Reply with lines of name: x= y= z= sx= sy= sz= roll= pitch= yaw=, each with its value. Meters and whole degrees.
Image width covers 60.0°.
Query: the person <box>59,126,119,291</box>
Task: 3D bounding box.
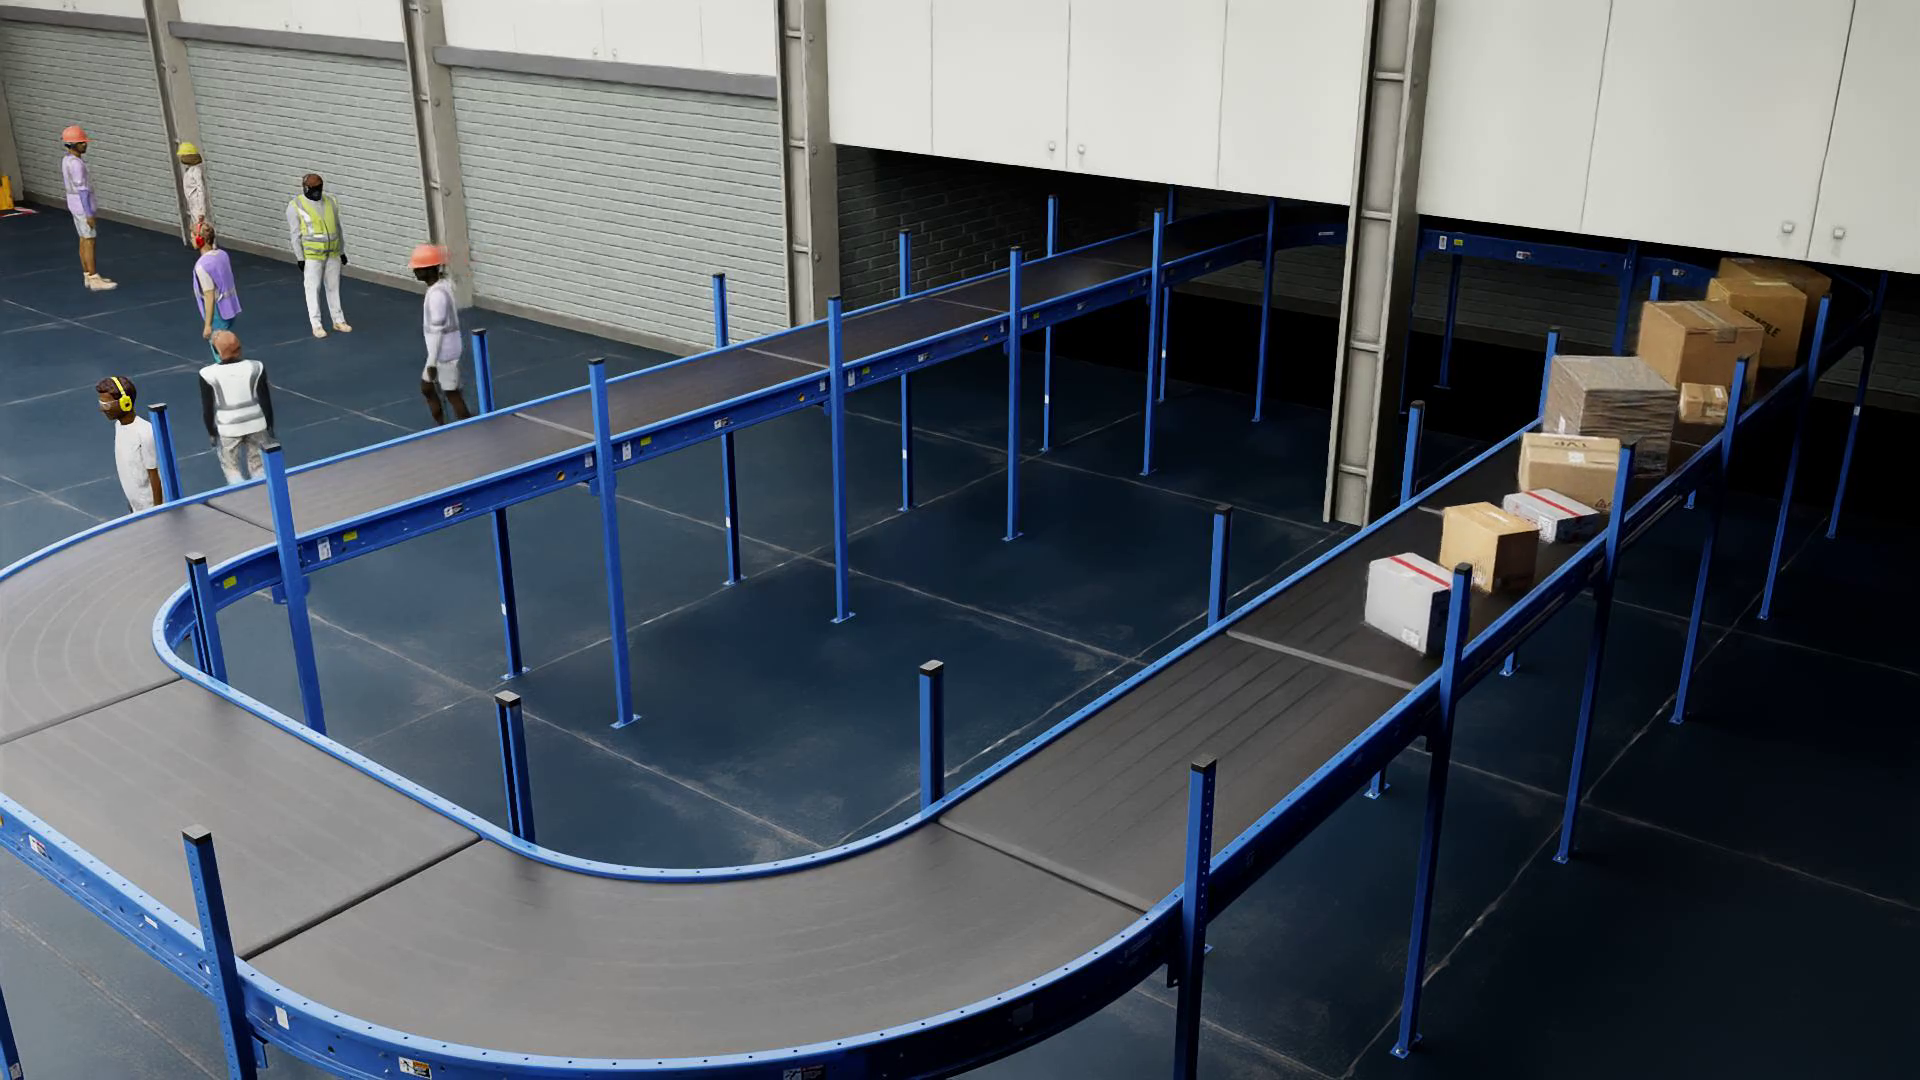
person: x=-11.071 y=-4.198 z=21.069 sx=0.395 sy=2.044 sz=0.609 roll=-15 pitch=26 yaw=-33

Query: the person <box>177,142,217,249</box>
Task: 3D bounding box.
person: x=-9.998 y=-4.333 z=21.814 sx=0.288 sy=1.746 sz=0.487 roll=-15 pitch=26 yaw=-34

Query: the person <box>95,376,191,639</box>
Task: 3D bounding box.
person: x=-5.462 y=-0.208 z=11.196 sx=0.520 sy=1.856 sz=0.340 roll=19 pitch=28 yaw=39

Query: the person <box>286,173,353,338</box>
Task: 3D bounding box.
person: x=-7.271 y=-3.247 z=18.935 sx=0.429 sy=1.839 sz=0.623 roll=16 pitch=27 yaw=36

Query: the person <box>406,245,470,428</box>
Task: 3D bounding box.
person: x=-4.719 y=-1.681 z=14.853 sx=0.697 sy=1.911 sz=0.573 roll=-6 pitch=22 yaw=-15

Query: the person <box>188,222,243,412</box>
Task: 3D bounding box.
person: x=-7.207 y=-2.156 z=16.167 sx=0.402 sy=1.852 sz=0.579 roll=-1 pitch=22 yaw=-3

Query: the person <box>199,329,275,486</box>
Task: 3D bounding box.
person: x=-5.689 y=-0.868 z=13.176 sx=0.517 sy=1.628 sz=0.409 roll=-12 pitch=25 yaw=-28
